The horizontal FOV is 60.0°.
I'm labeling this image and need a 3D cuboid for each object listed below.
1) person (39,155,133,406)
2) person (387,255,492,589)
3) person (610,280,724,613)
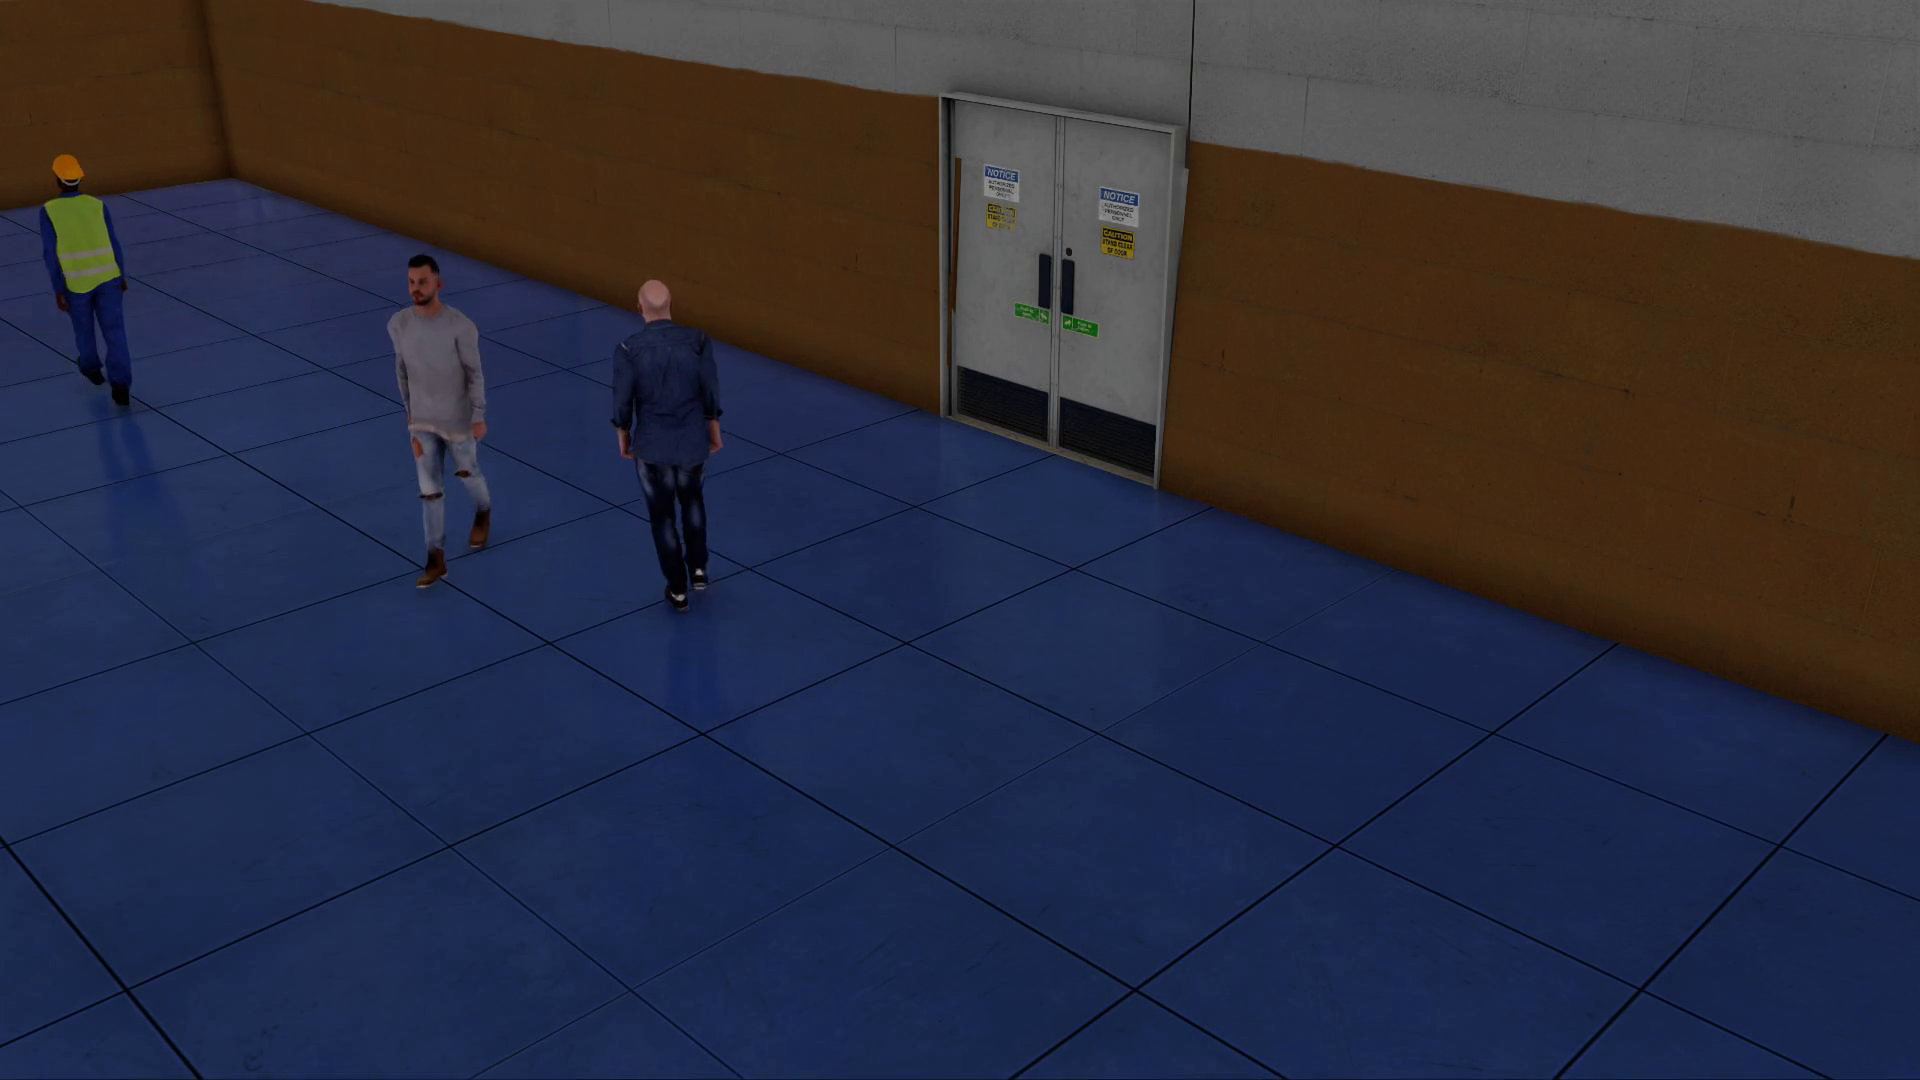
[{"bbox_3d":[-6.259,-1.832,12.005,1.131,1.772,0.854,-17,29,-34],"label":"person"},{"bbox_3d":[-2.890,-0.714,9.419,1.151,1.795,1.268,3,24,6],"label":"person"},{"bbox_3d":[-1.509,-0.458,8.812,0.726,1.814,0.888,-10,26,-22],"label":"person"}]
